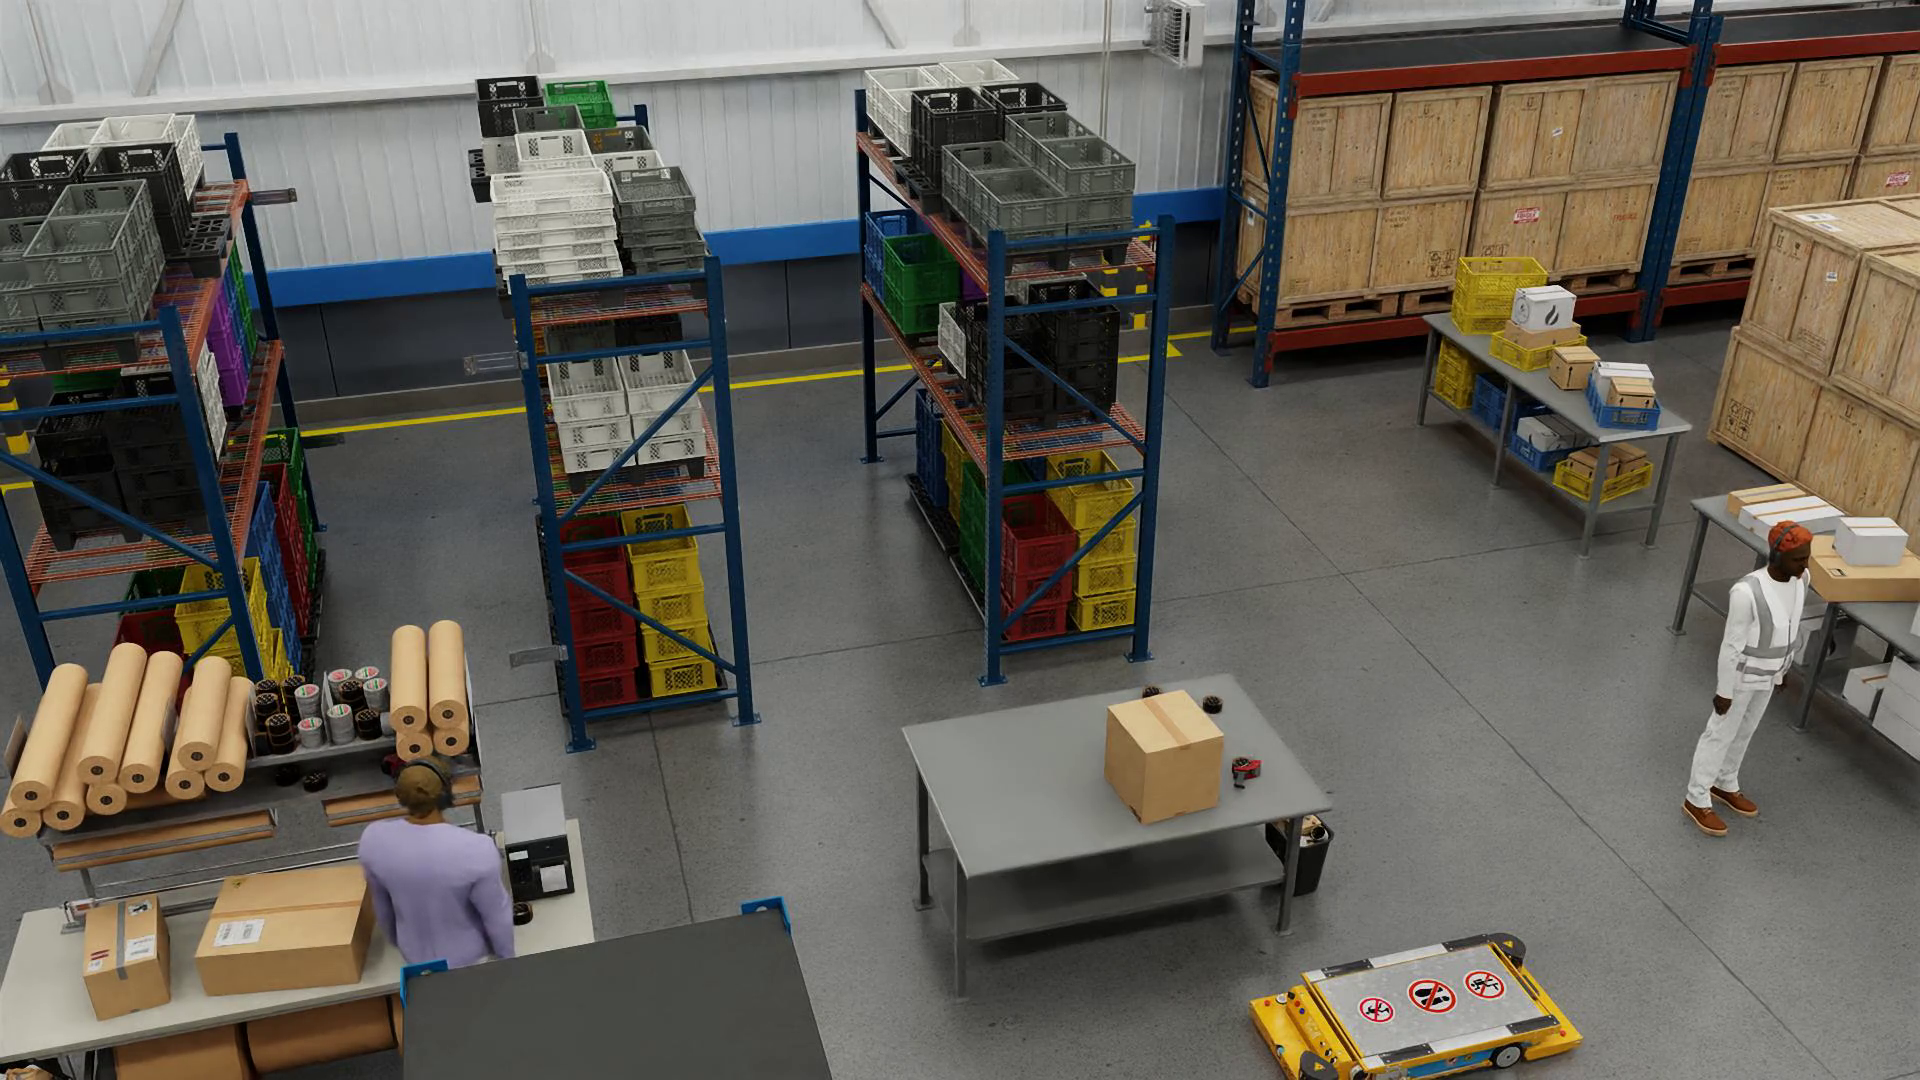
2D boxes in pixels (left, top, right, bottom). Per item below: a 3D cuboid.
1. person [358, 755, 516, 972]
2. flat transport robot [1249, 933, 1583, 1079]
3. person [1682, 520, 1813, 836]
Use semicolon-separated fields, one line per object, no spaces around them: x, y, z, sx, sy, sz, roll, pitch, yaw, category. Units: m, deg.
-2.210;1.766;7.214;0.629;1.932;0.369;5;29;10;person
2.184;2.282;7.980;1.431;0.197;0.652;-8;30;-14;flat transport robot
4.344;0.745;9.117;0.581;1.882;0.351;-18;33;-29;person
